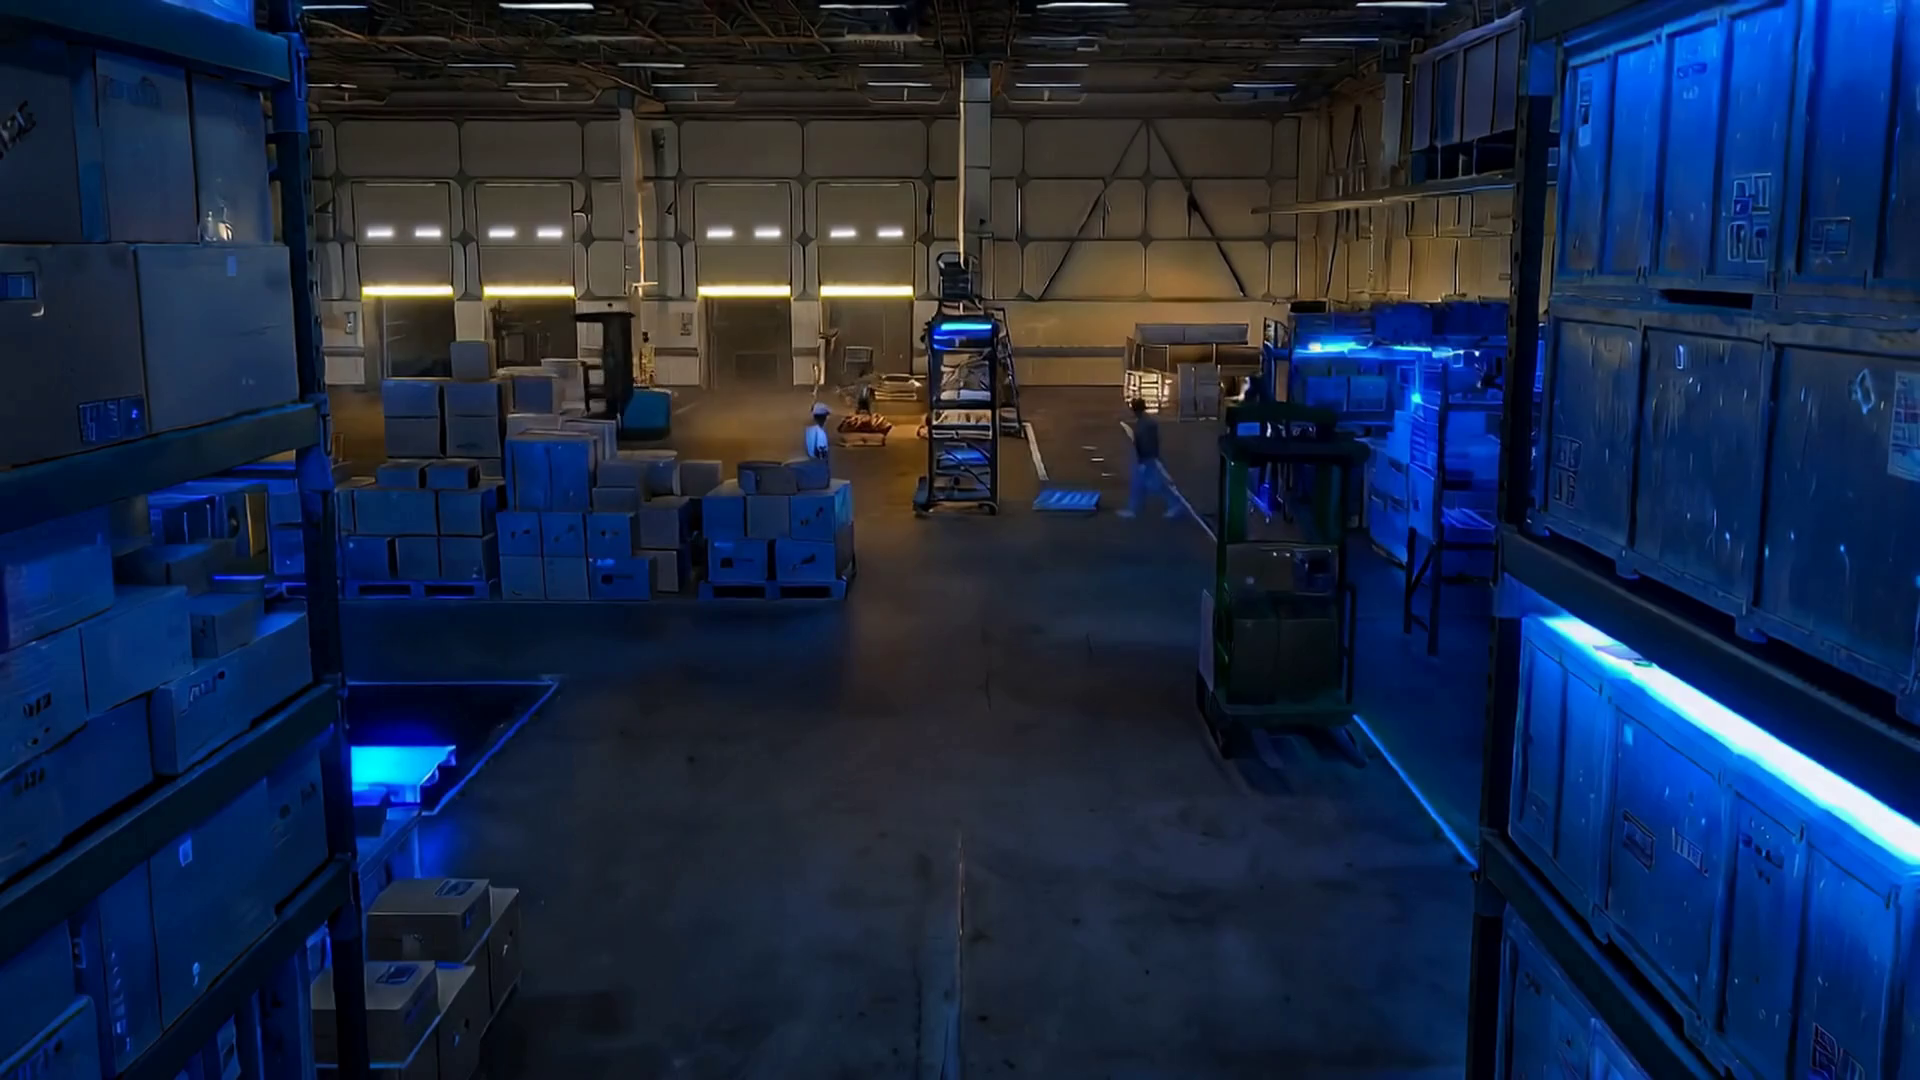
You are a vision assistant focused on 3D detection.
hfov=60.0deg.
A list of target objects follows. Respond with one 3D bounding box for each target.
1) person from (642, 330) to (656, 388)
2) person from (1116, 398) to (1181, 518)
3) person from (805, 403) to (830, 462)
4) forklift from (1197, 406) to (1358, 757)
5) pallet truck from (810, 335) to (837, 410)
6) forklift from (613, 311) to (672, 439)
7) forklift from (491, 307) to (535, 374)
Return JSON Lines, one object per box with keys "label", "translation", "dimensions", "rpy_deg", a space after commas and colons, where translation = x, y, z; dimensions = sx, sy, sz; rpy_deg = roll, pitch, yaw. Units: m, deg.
{"label": "person", "translation": [-8.821, -4.970, 47.127], "dimensions": [0.389, 1.930, 0.544], "rpy_deg": [-7, 12, -36]}
{"label": "person", "translation": [2.972, -1.279, 25.968], "dimensions": [0.968, 1.894, 0.670], "rpy_deg": [1, 10, 6]}
{"label": "person", "translation": [-2.062, -1.046, 24.453], "dimensions": [0.354, 1.939, 0.544], "rpy_deg": [-6, 11, -30]}
{"label": "forklift", "translation": [2.693, 0.253, 14.243], "dimensions": [1.129, 2.768, 1.873], "rpy_deg": [0, 10, 1]}
{"label": "pallet truck", "translation": [-3.021, -4.312, 43.126], "dimensions": [1.885, 1.965, 0.823], "rpy_deg": [3, 10, 17]}
{"label": "forklift", "translation": [-7.380, -3.629, 36.642], "dimensions": [1.873, 2.768, 1.129], "rpy_deg": [-3, 10, -16]}
{"label": "forklift", "translation": [-10.749, -4.230, 40.107], "dimensions": [1.129, 2.768, 1.873], "rpy_deg": [0, 10, 1]}
